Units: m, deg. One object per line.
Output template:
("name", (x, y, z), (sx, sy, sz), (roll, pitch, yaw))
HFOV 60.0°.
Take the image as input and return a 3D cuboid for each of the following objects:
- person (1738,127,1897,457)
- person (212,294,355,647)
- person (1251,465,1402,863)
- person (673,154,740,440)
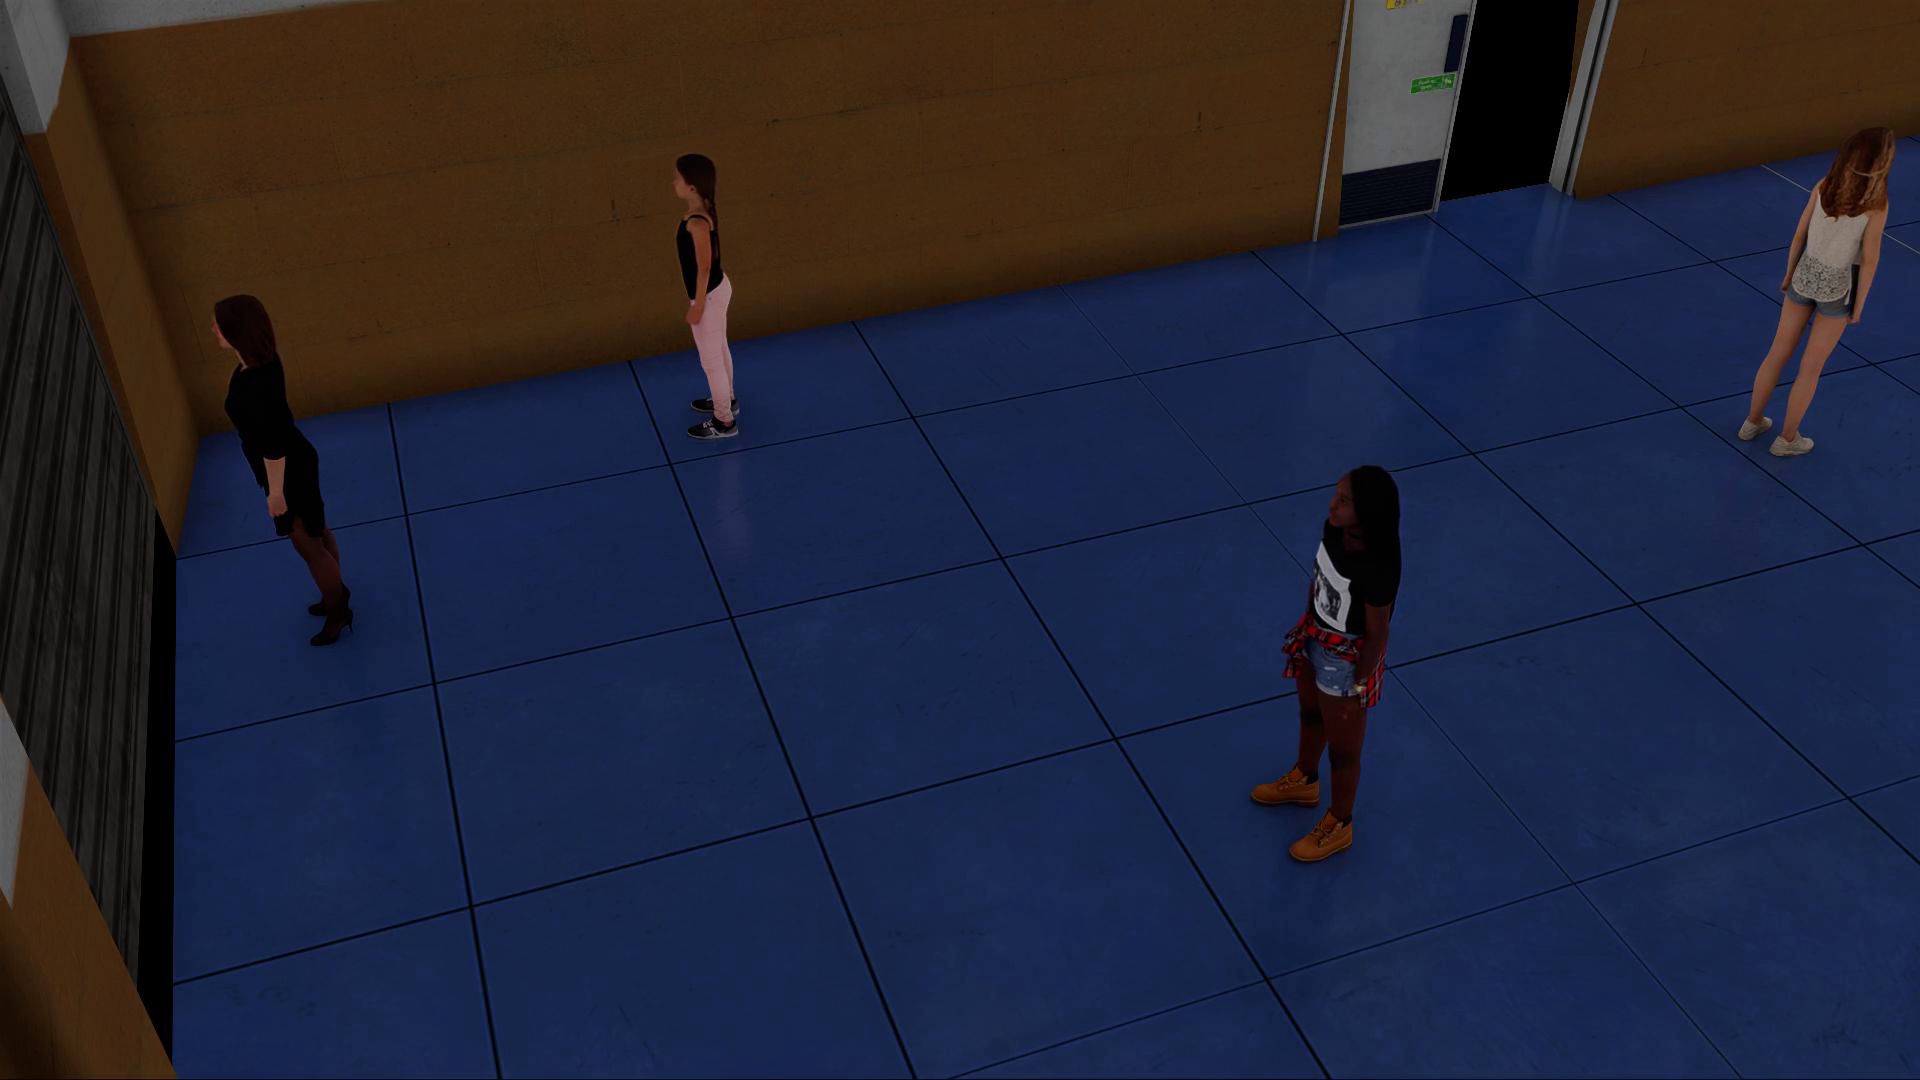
("person", (4.298, -1.230, 8.322), (0.685, 1.759, 0.524), (-21, 42, -26))
("person", (-2.864, -0.286, 7.095), (0.653, 1.706, 0.442), (-10, 38, -13))
("person", (1.388, 0.448, 6.112), (0.668, 1.728, 0.538), (-10, 38, -13))
("person", (-1.292, -1.249, 8.509), (0.667, 1.565, 0.557), (1, 37, 1))
